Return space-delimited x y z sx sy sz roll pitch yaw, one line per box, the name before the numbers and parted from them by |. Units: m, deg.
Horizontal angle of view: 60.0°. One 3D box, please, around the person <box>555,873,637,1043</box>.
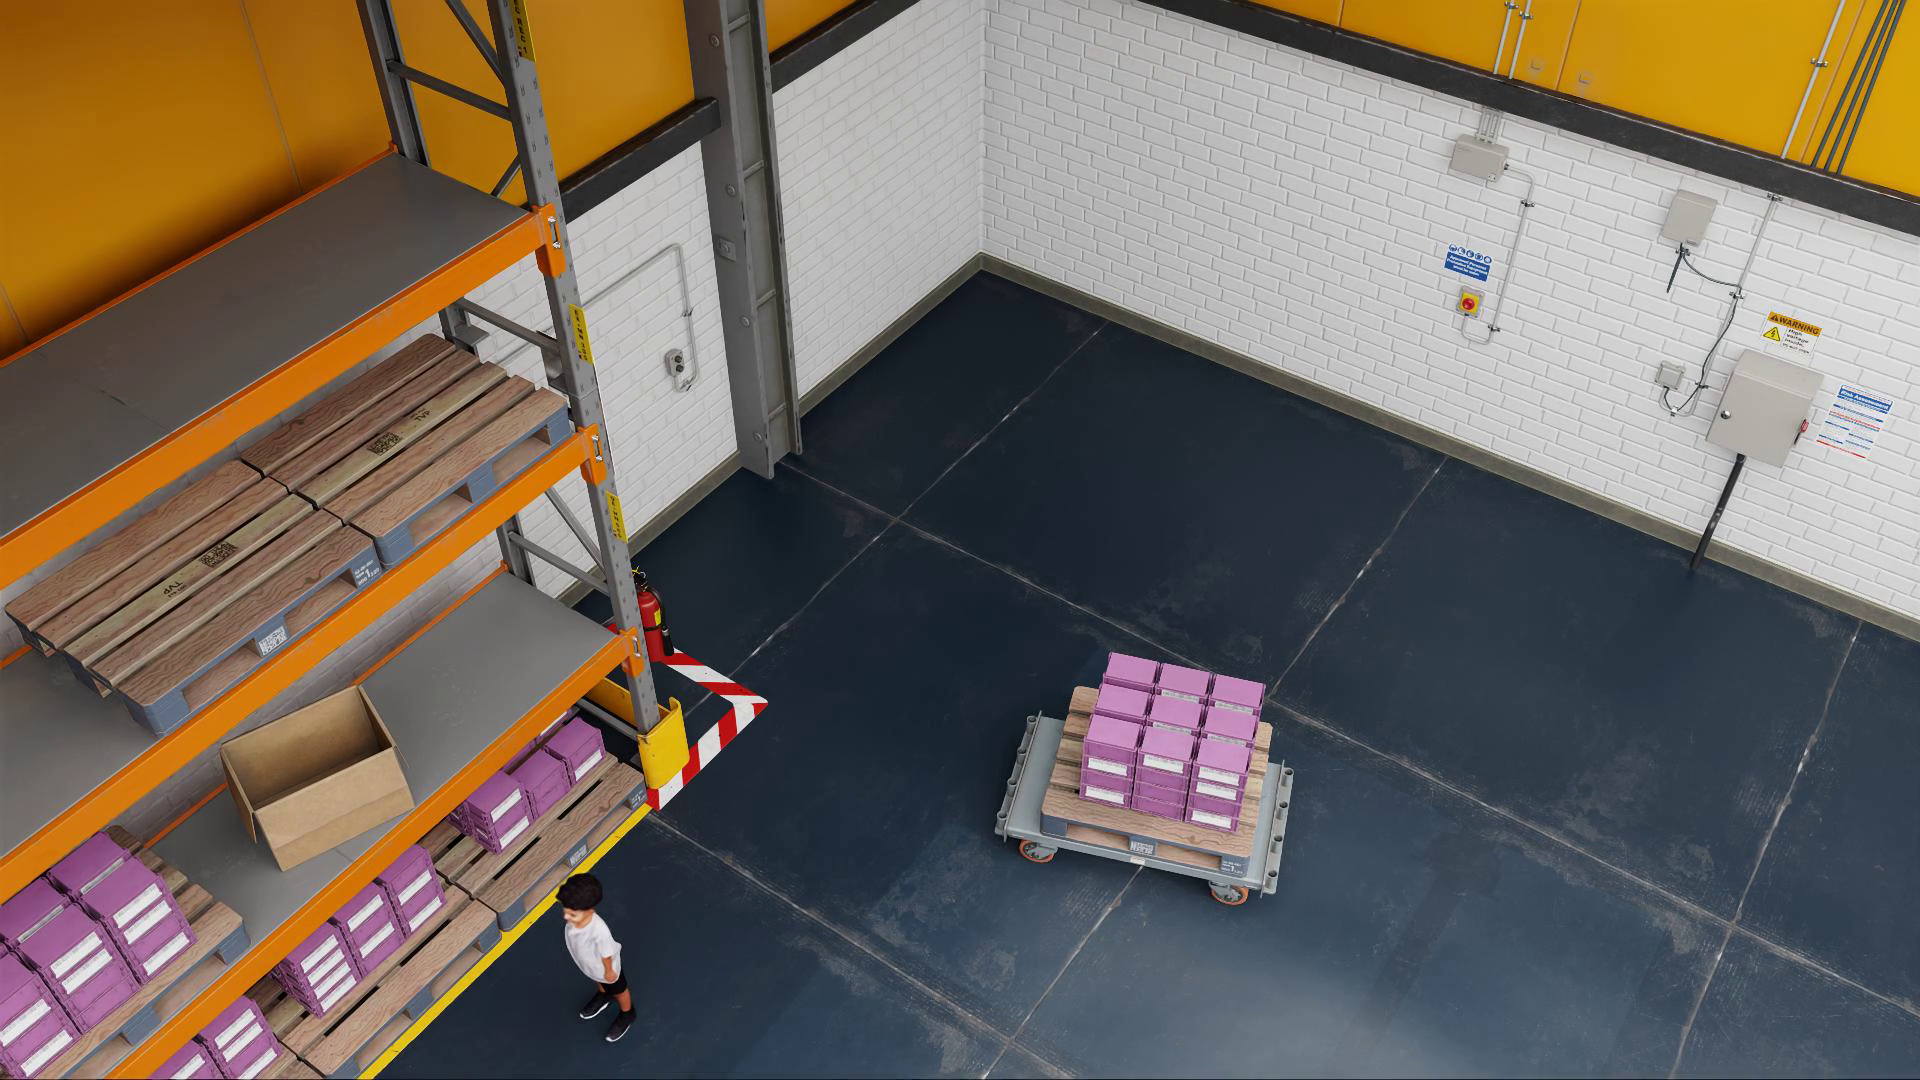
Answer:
person | -1.907 2.157 8.740 0.497 1.255 0.496 31 52 29
